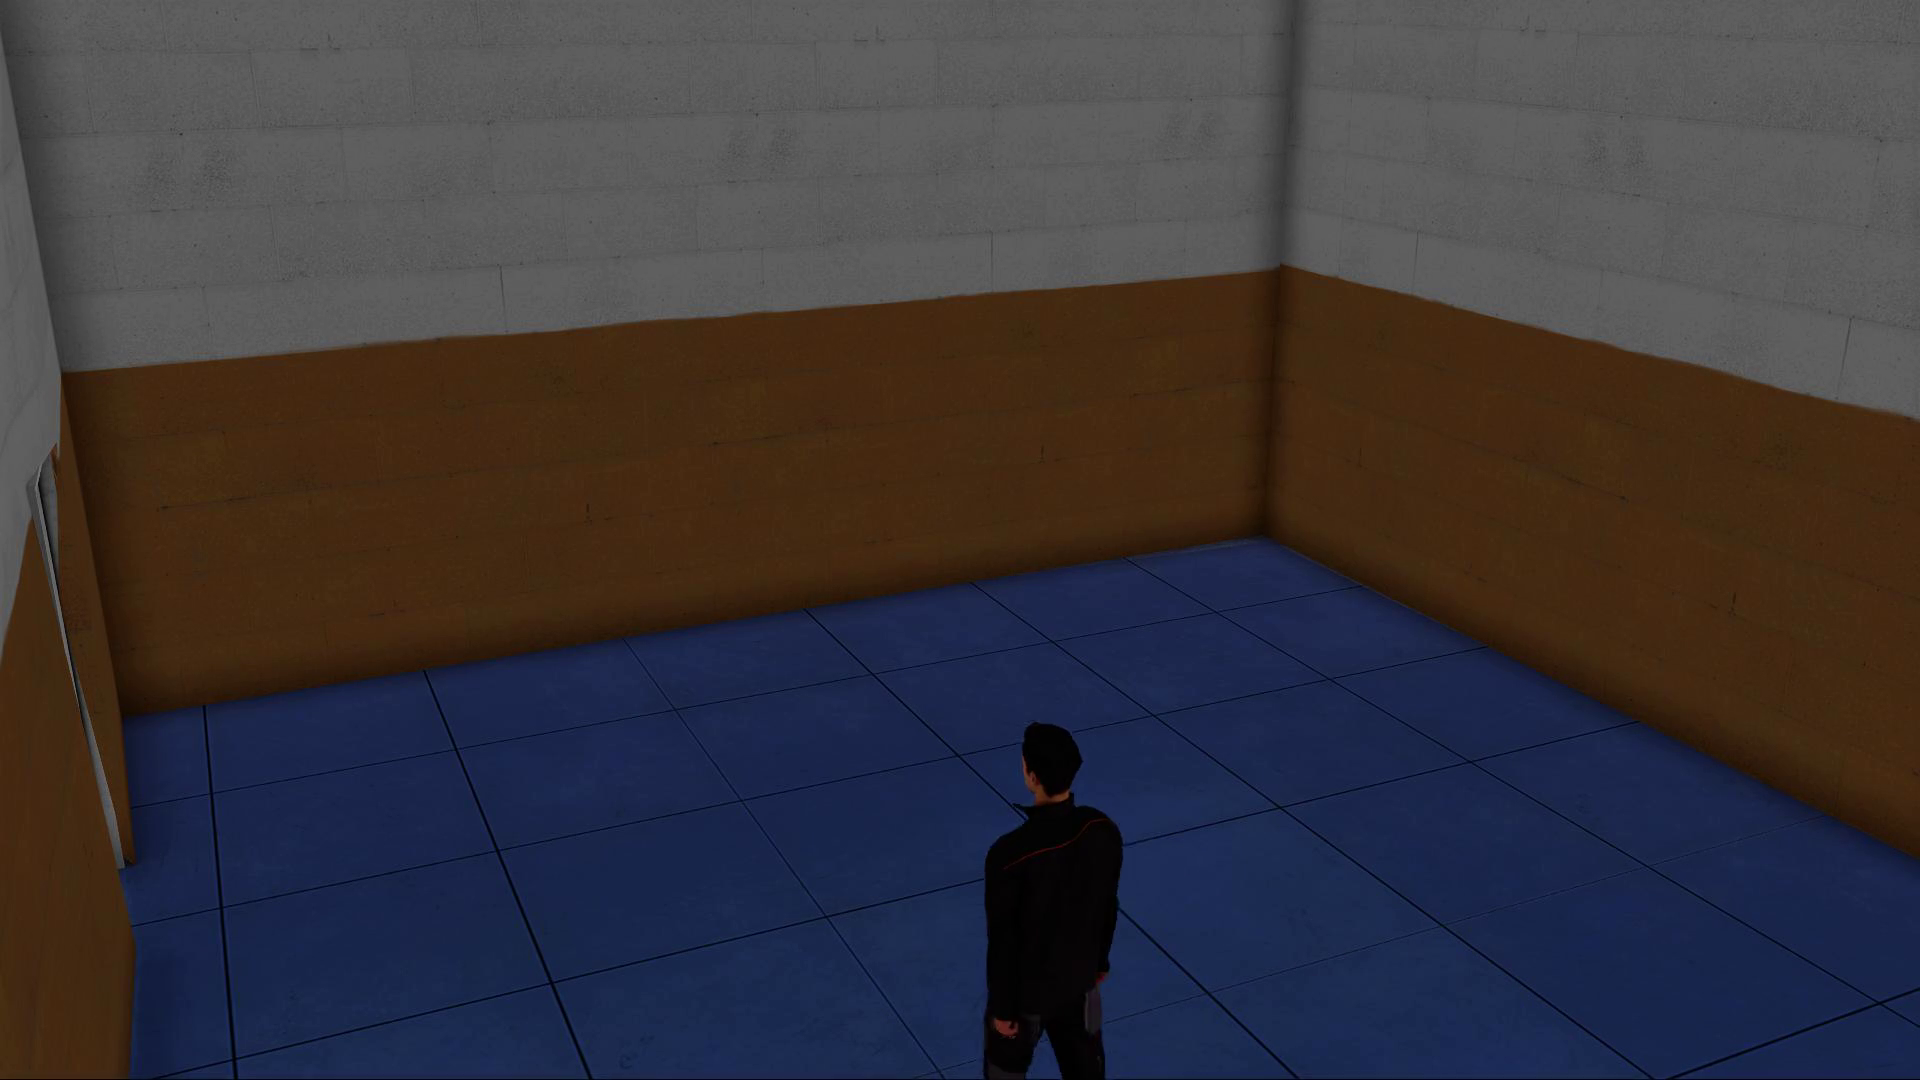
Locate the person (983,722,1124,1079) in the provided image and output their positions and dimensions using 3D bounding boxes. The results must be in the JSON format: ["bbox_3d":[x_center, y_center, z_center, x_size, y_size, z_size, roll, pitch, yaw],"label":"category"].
[{"bbox_3d":[0.365,1.585,5.835,1.148,1.908,0.846,-11,21,-29],"label":"person"}]
